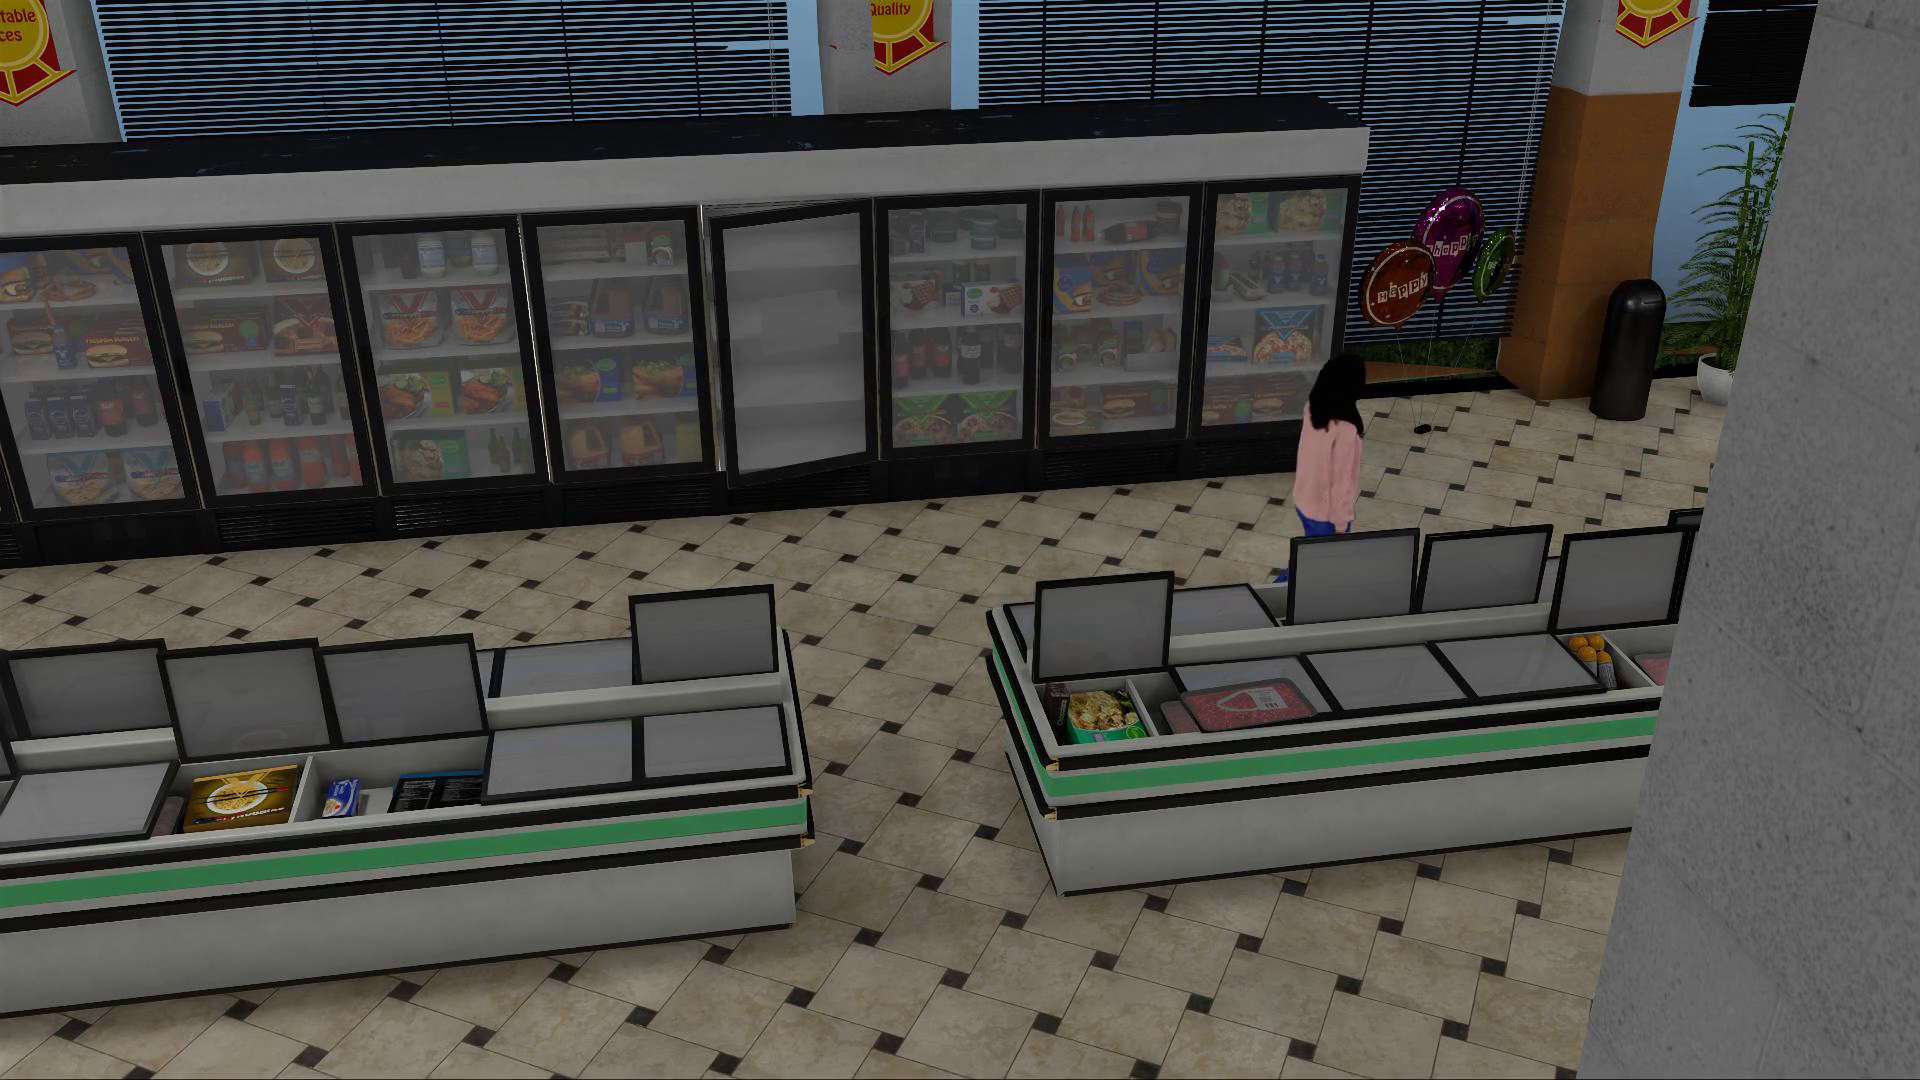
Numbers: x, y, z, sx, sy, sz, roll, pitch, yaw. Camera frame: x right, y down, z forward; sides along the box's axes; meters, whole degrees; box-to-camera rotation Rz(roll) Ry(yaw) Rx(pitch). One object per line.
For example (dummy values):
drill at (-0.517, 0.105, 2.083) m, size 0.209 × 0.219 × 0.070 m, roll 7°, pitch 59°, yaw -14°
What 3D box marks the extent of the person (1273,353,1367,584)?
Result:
person at (1.790, -0.125, 8.565) m, size 0.869 × 1.757 × 0.667 m, roll -6°, pitch 28°, yaw -12°
